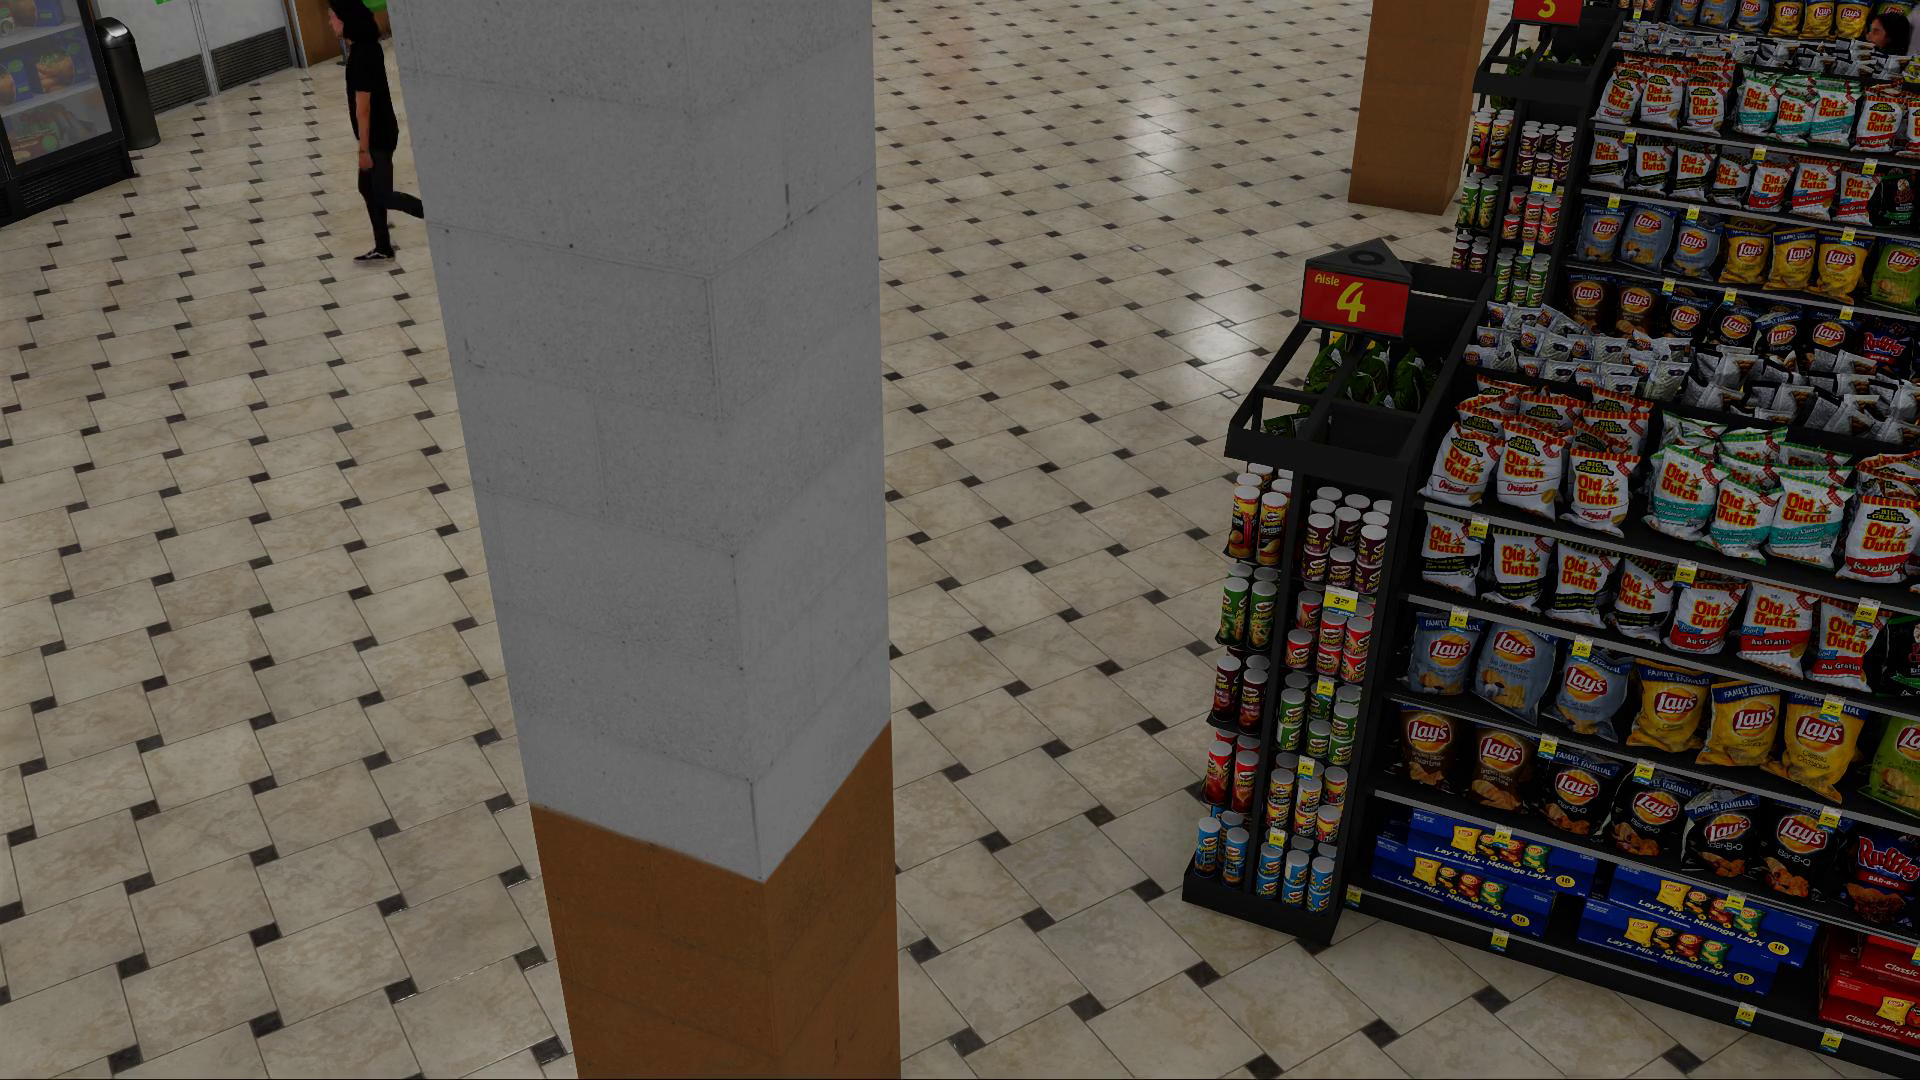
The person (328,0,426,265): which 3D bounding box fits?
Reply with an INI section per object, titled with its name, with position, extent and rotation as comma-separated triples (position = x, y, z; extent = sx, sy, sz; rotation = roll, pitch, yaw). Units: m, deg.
[person]
position = -3.711, -2.635, 10.822
extent = 1.096, 1.803, 0.989
rotation = -6, 32, -9
